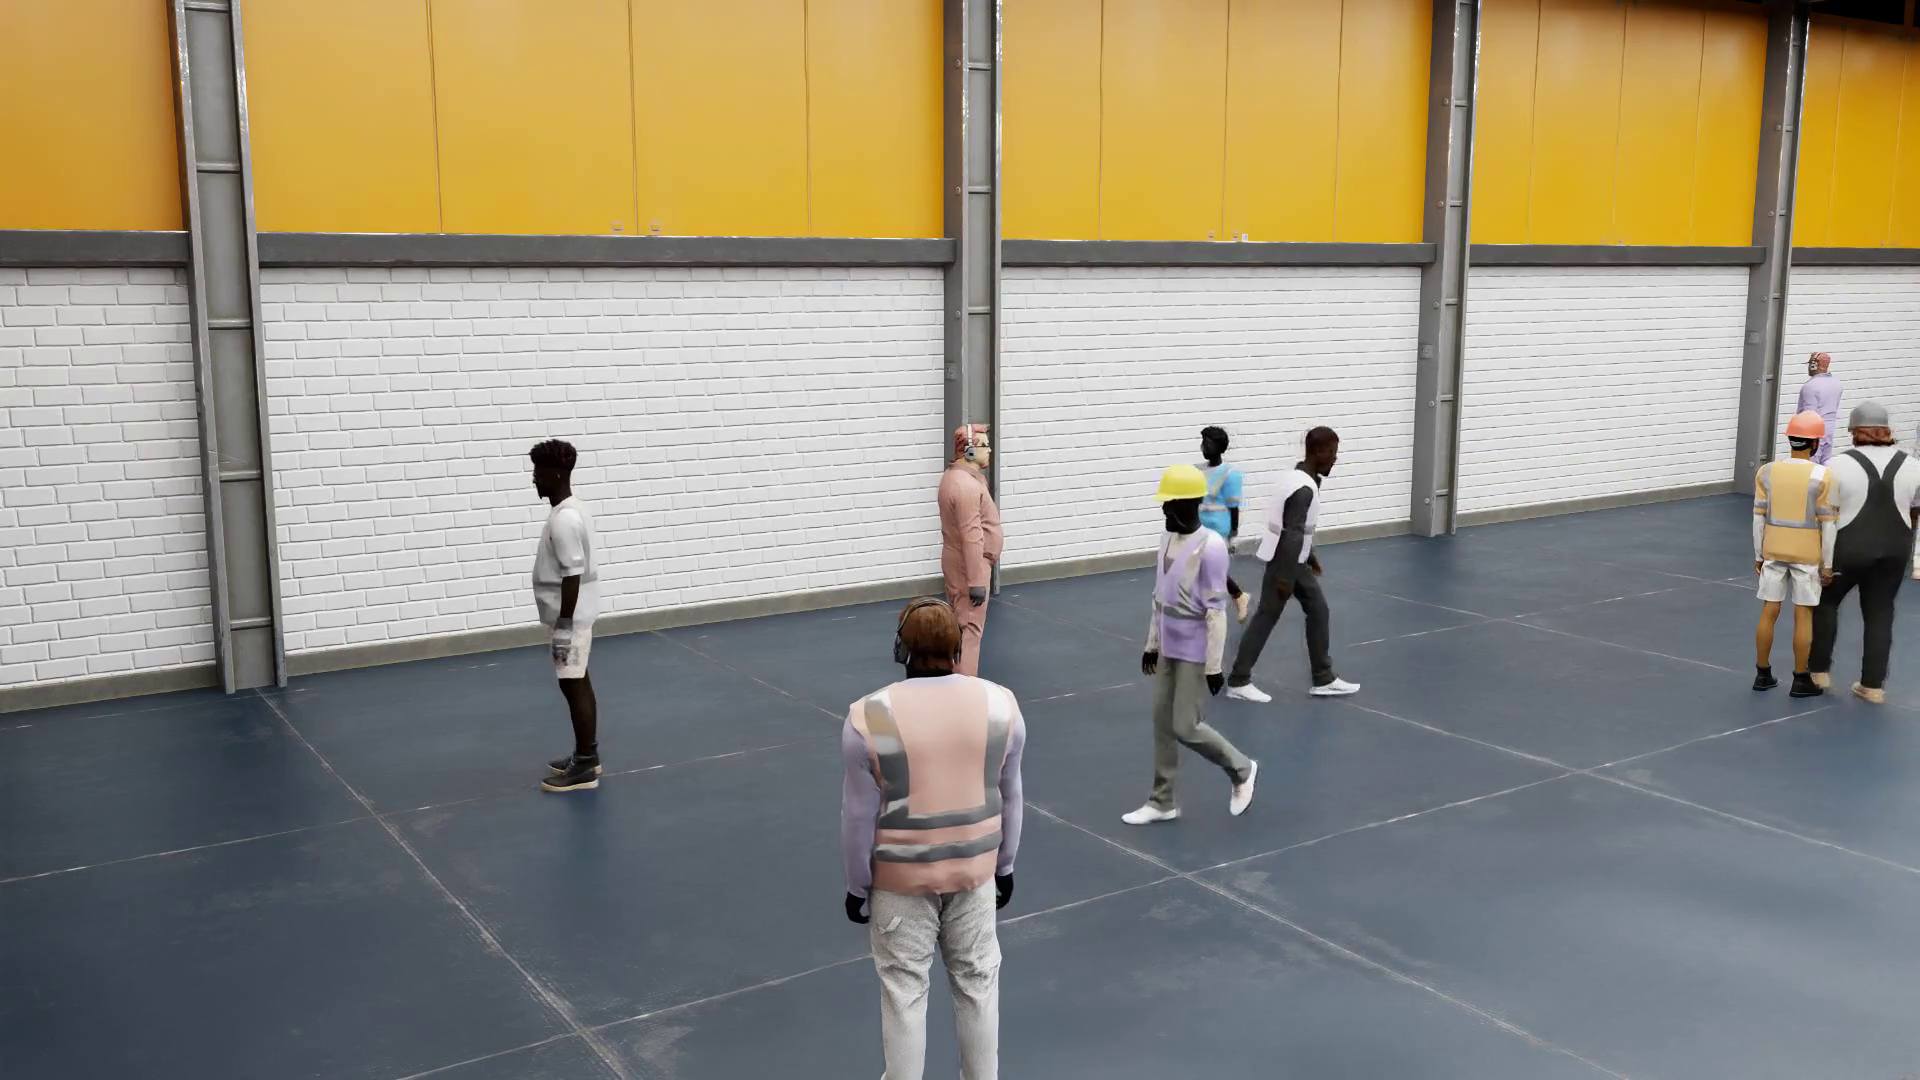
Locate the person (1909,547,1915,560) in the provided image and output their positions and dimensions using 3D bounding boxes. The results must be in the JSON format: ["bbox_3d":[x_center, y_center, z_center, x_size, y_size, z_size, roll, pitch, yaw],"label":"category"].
[{"bbox_3d":[9.624,-0.715,16.225,0.838,1.893,0.777,9,13,44],"label":"person"}]

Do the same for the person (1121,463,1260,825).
[{"bbox_3d":[1.193,0.546,8.597,0.660,1.910,0.607,-3,10,-19],"label":"person"}]

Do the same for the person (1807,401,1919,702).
[{"bbox_3d":[6.064,0.048,11.218,0.703,2.000,0.646,1,10,7],"label":"person"}]

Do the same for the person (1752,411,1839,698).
[{"bbox_3d":[5.645,0.095,11.248,0.362,1.938,0.545,-8,12,-40],"label":"person"}]

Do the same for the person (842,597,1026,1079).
[{"bbox_3d":[-0.100,1.096,5.505,0.624,1.844,0.429,-3,10,-19],"label":"person"}]

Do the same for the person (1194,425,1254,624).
[{"bbox_3d":[2.061,-0.078,13.062,0.708,1.680,0.541,-5,11,-28],"label":"person"}]

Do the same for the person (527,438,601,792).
[{"bbox_3d":[-2.193,0.410,9.262,0.365,1.962,0.612,-1,10,-8],"label":"person"}]

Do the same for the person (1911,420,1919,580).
[{"bbox_3d":[9.097,-0.527,15.294,0.624,1.840,0.429,4,10,25],"label":"person"}]

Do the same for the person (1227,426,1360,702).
[{"bbox_3d":[2.275,0.167,11.102,0.980,1.838,0.601,2,10,13],"label":"person"}]

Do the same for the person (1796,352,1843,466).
[{"bbox_3d":[9.894,-1.224,19.281,0.640,1.910,0.401,-6,11,-33],"label":"person"}]

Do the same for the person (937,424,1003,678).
[{"bbox_3d":[0.074,0.209,10.656,0.409,1.908,0.639,-2,10,-11],"label":"person"}]
